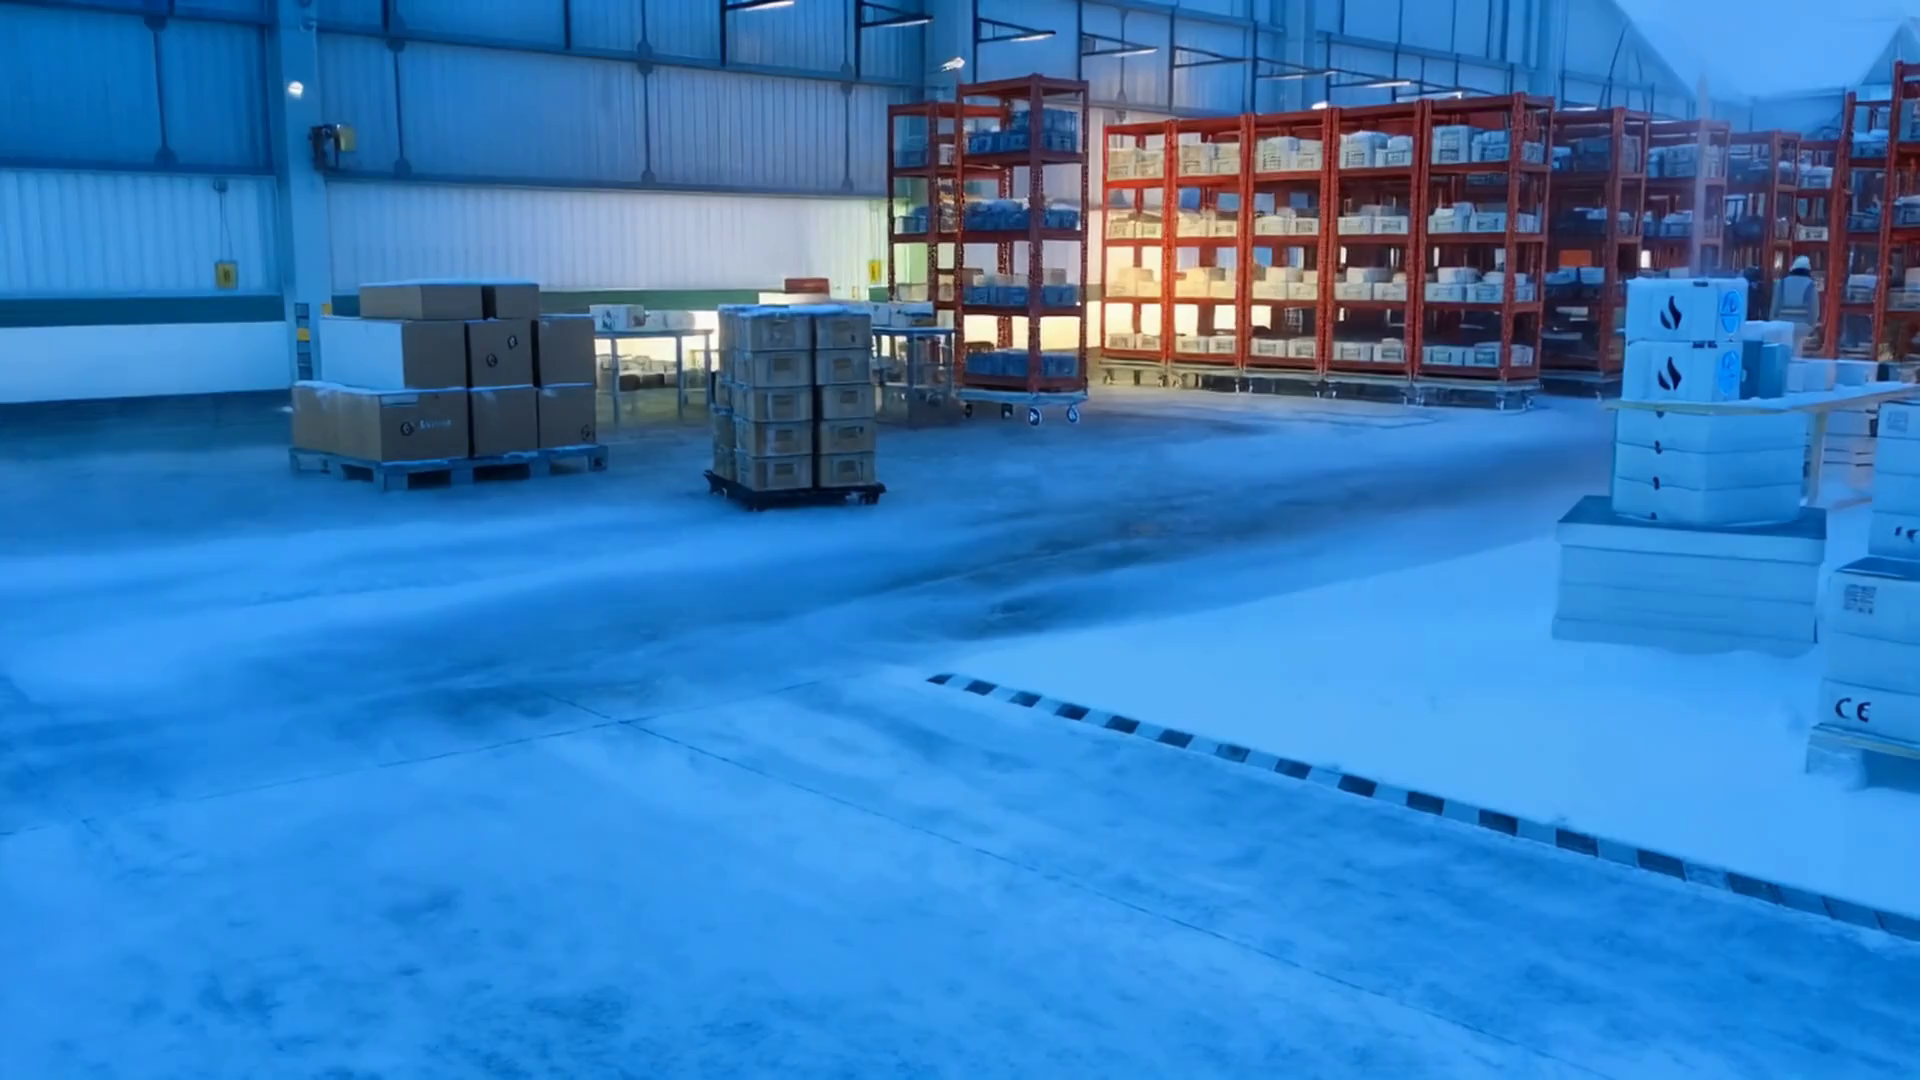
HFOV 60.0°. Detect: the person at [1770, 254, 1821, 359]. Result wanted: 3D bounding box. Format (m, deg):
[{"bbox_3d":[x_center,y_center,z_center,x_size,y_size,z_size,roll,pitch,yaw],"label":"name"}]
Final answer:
[{"bbox_3d":[11.537,-3.023,22.971,0.628,1.818,0.431,8,12,39],"label":"person"}]
